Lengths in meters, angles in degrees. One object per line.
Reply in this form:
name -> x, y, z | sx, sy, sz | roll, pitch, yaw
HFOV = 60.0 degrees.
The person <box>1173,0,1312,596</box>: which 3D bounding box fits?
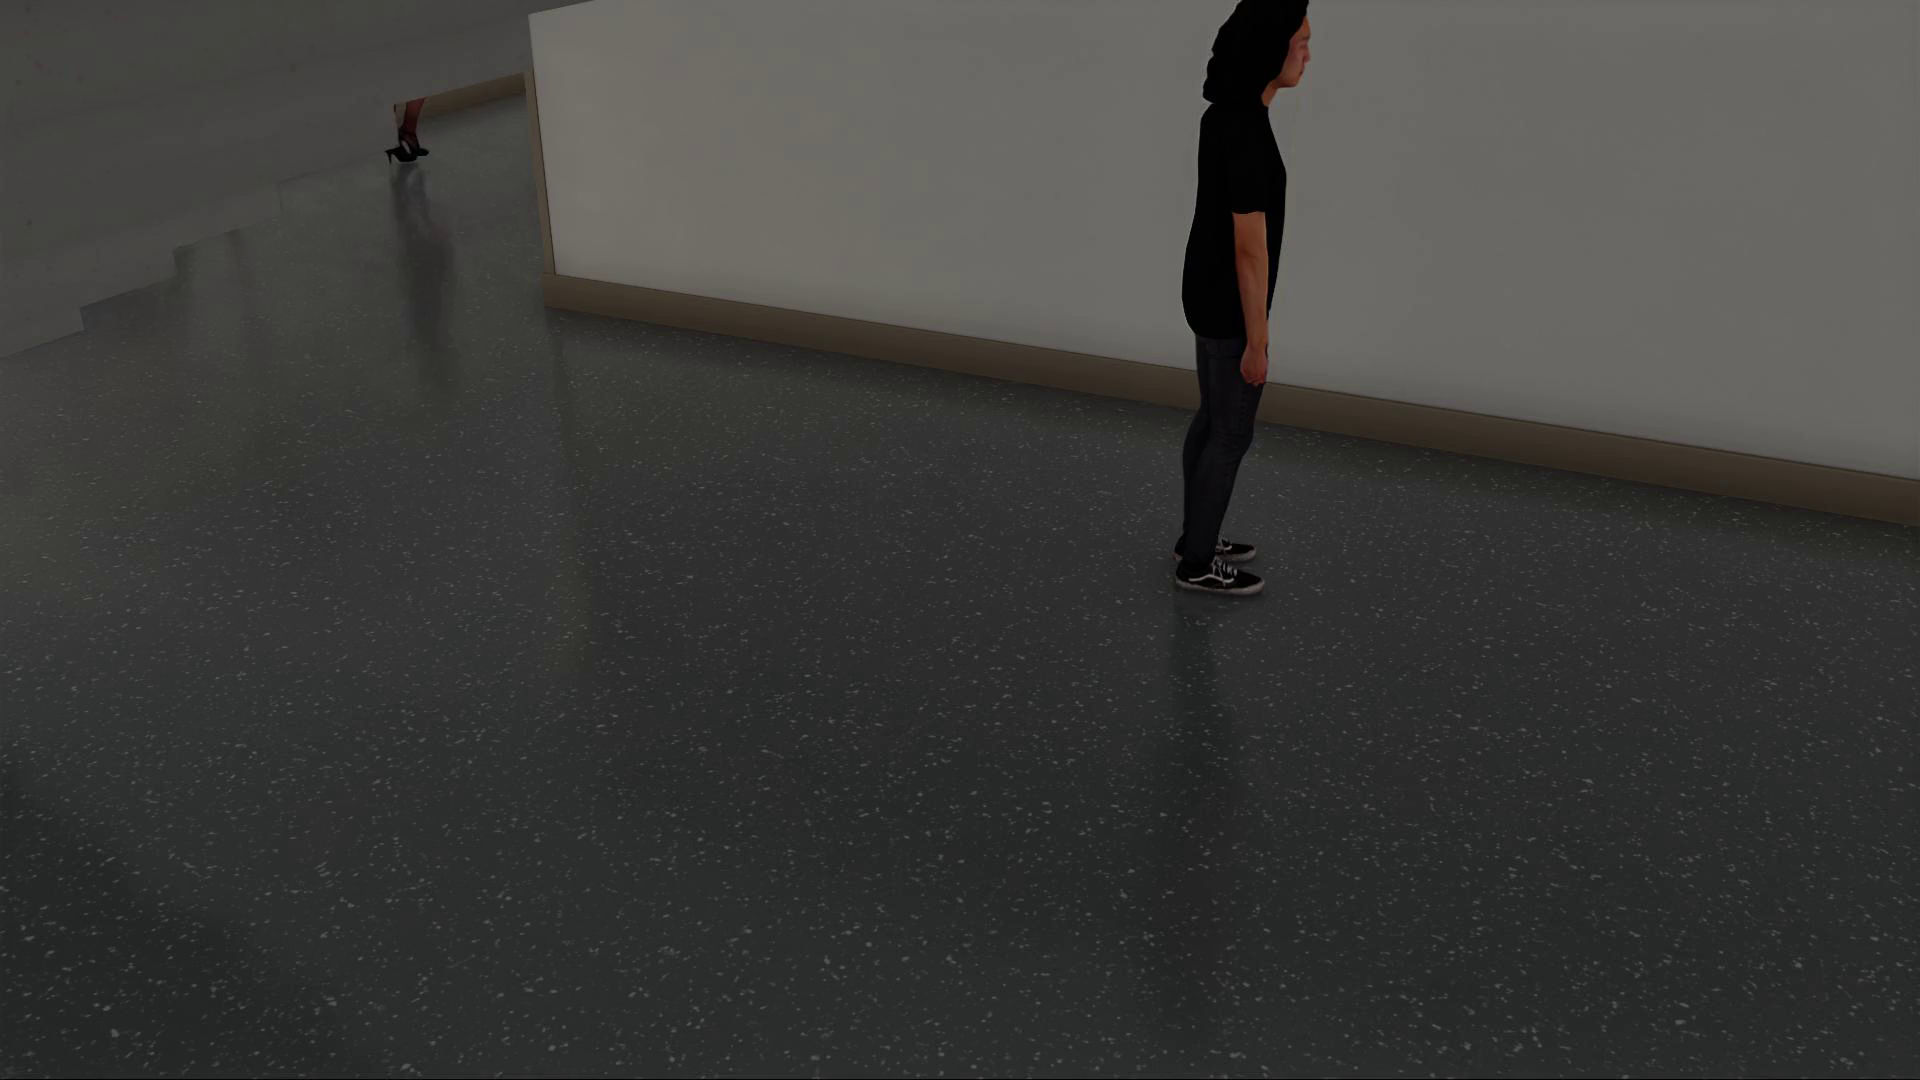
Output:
person -> 0.788, -0.707, 4.934 | 0.710, 1.824, 0.715 | -2, 26, -3
